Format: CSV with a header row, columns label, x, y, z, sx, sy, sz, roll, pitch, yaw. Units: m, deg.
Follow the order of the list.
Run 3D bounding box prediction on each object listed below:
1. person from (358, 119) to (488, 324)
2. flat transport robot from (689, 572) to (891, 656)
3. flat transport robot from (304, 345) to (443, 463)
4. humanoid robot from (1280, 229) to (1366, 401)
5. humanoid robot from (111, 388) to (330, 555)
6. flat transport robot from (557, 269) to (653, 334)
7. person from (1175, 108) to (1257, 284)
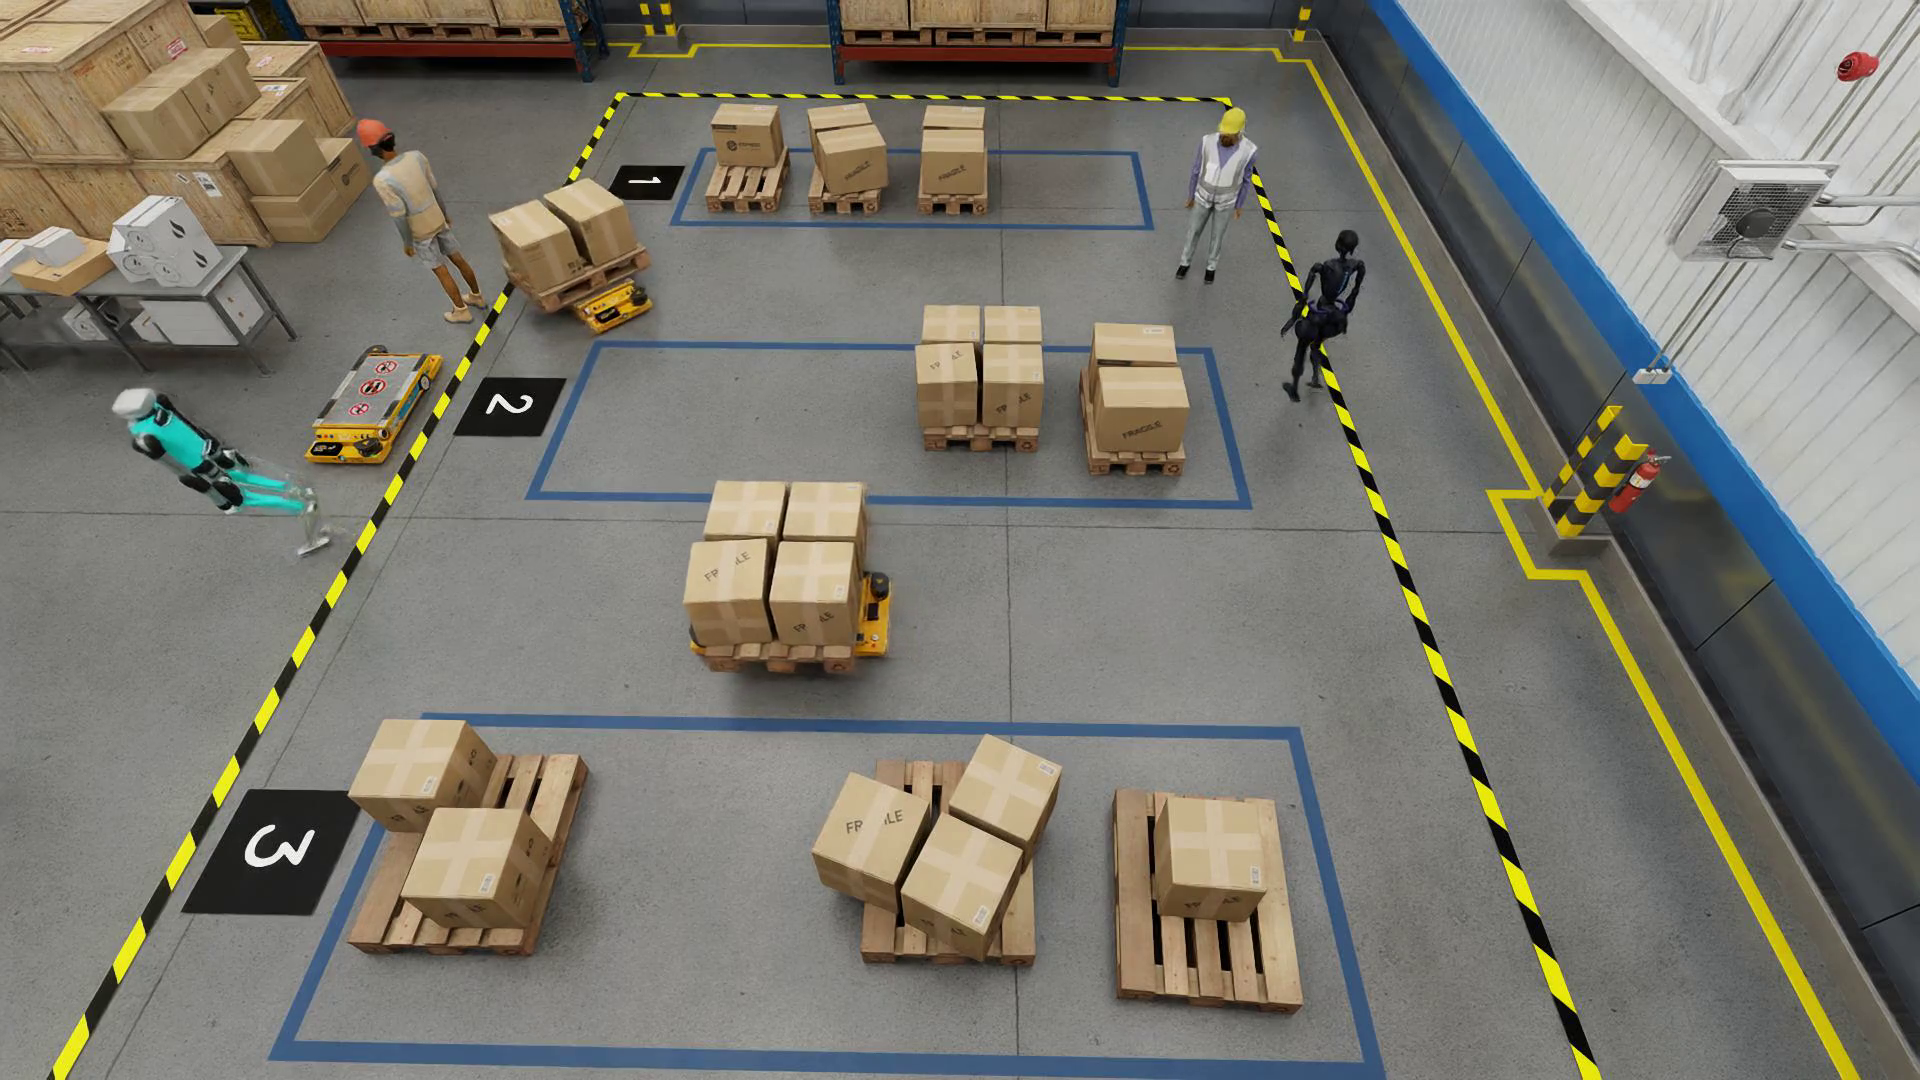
label,x,y,z,sx,sy,sz,roll,pitch,yaw
person,-5.122,-2.997,8.746,0.386,2.038,0.605,15,51,12
flat transport robot,-1.258,0.539,6.893,1.431,0.197,0.652,1,50,1
flat transport robot,-5.383,-1.269,8.441,0.659,0.231,1.431,1,50,1
humanoid robot,3.180,-1.959,8.105,0.616,1.645,0.336,-9,50,-7
humanoid robot,-5.252,-0.453,6.798,0.787,1.774,0.559,-15,51,-13
flat transport robot,-3.918,-2.690,9.625,1.431,0.197,0.652,37,59,27
person,2.589,-3.455,9.270,0.589,1.827,0.404,17,52,14
